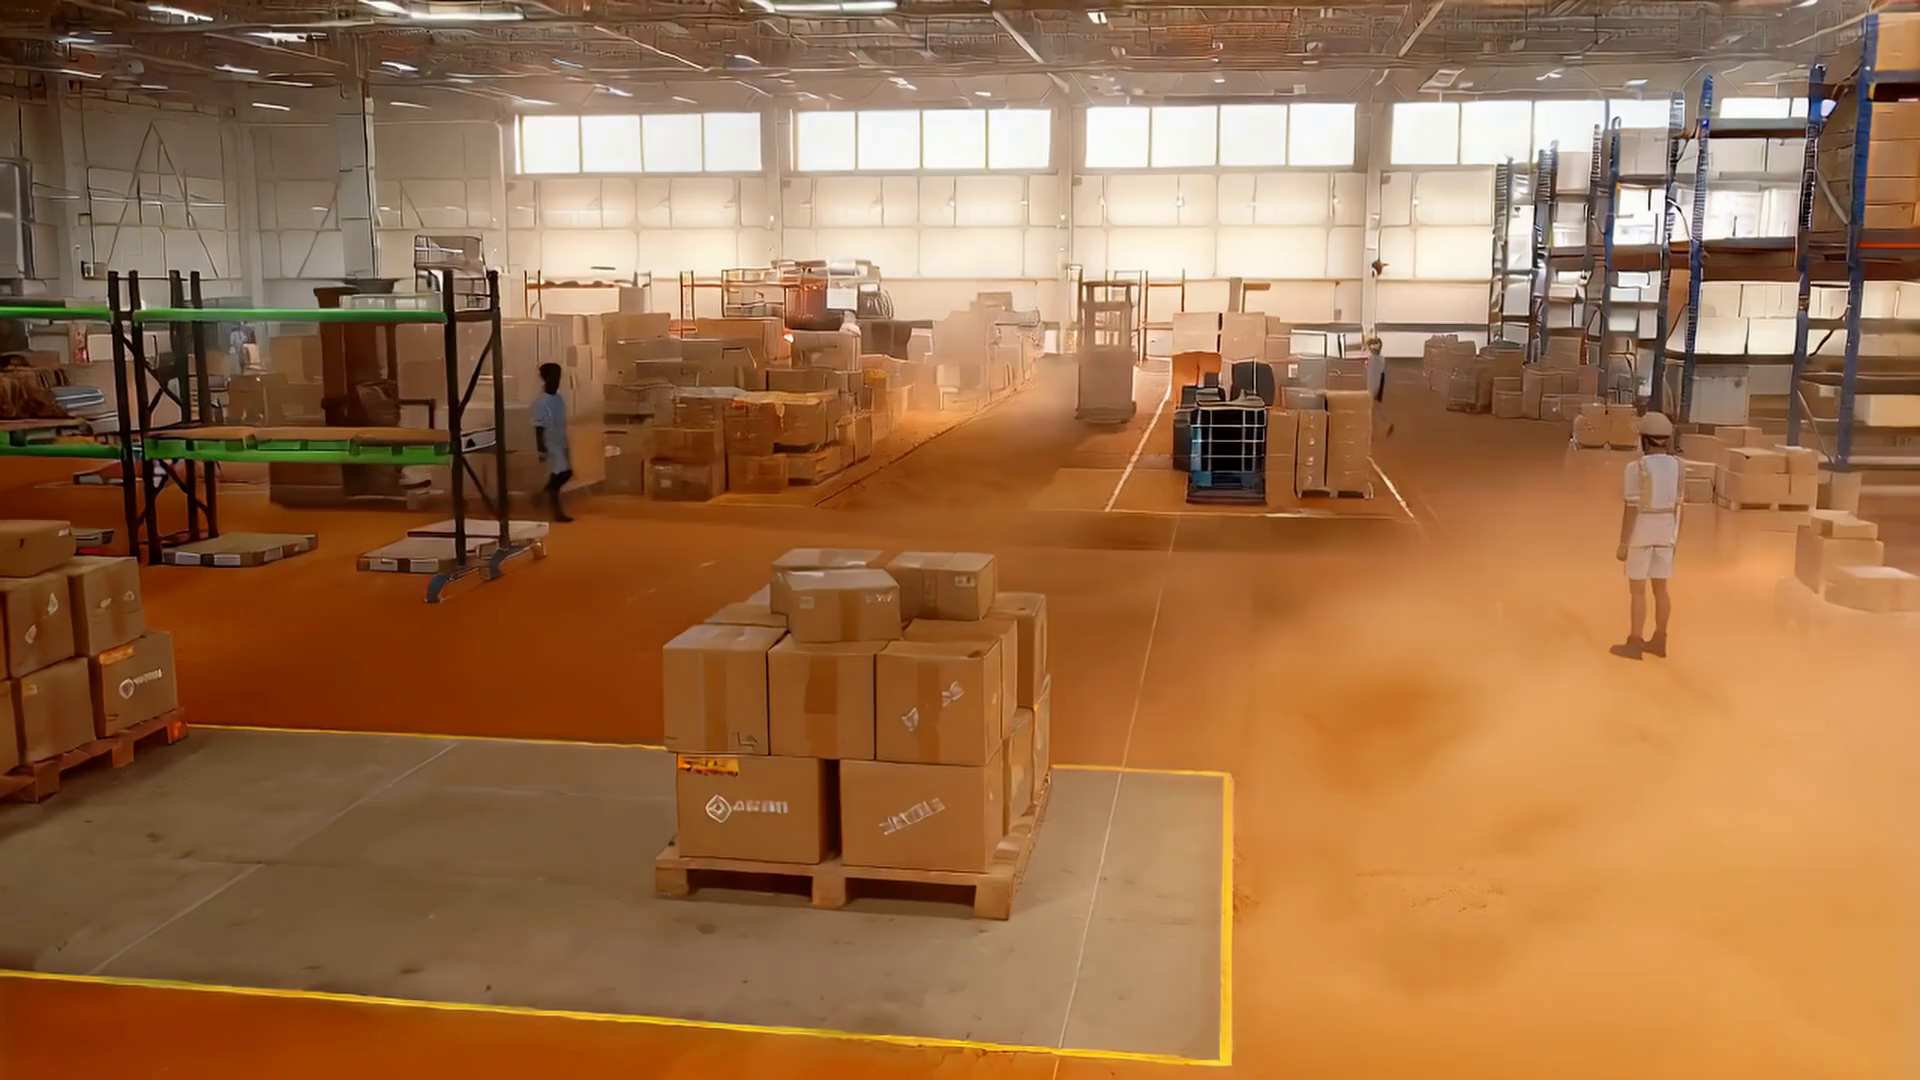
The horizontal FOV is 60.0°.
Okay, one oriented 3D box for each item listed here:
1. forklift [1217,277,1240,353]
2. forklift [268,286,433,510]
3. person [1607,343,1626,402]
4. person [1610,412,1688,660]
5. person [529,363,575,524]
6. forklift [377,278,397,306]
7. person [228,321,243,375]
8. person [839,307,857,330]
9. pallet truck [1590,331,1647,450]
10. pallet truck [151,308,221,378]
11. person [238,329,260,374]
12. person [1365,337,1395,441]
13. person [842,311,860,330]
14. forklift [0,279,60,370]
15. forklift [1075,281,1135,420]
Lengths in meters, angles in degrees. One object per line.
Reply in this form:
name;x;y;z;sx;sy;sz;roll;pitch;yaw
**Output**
forklift;7.929;-6.231;48.346;1.873;2.768;1.129;1;9;9
forklift;-7.805;-1.845;21.291;1.873;2.768;1.129;1;9;9
person;12.953;-3.060;32.655;0.633;1.617;0.525;2;9;10
person;5.376;-0.032;13.010;0.549;1.937;0.358;-3;10;-20
person;-4.914;-1.157;19.920;0.564;1.947;0.624;3;10;16
forklift;-15.073;-5.503;43.852;1.873;2.768;1.129;-4;10;-25
person;-20.082;-5.263;46.211;0.539;1.634;0.374;5;10;27
person;-3.462;-6.252;51.415;0.629;1.935;0.376;-7;12;-39
pallet truck;11.253;-2.573;28.499;0.823;1.965;1.885;5;10;27
pallet truck;-21.869;-5.598;47.154;0.823;1.965;1.885;4;10;26
person;-14.108;-3.263;33.106;0.358;1.882;0.574;2;9;10
person;7.411;-2.671;29.522;0.567;1.861;0.504;-3;10;-17
person;-2.972;-5.226;45.090;0.543;1.928;0.397;-7;11;-35
forklift;-22.592;-4.798;39.505;1.873;2.768;1.129;1;9;9
forklift;3.014;-3.911;34.036;1.129;2.768;1.873;1;9;9
